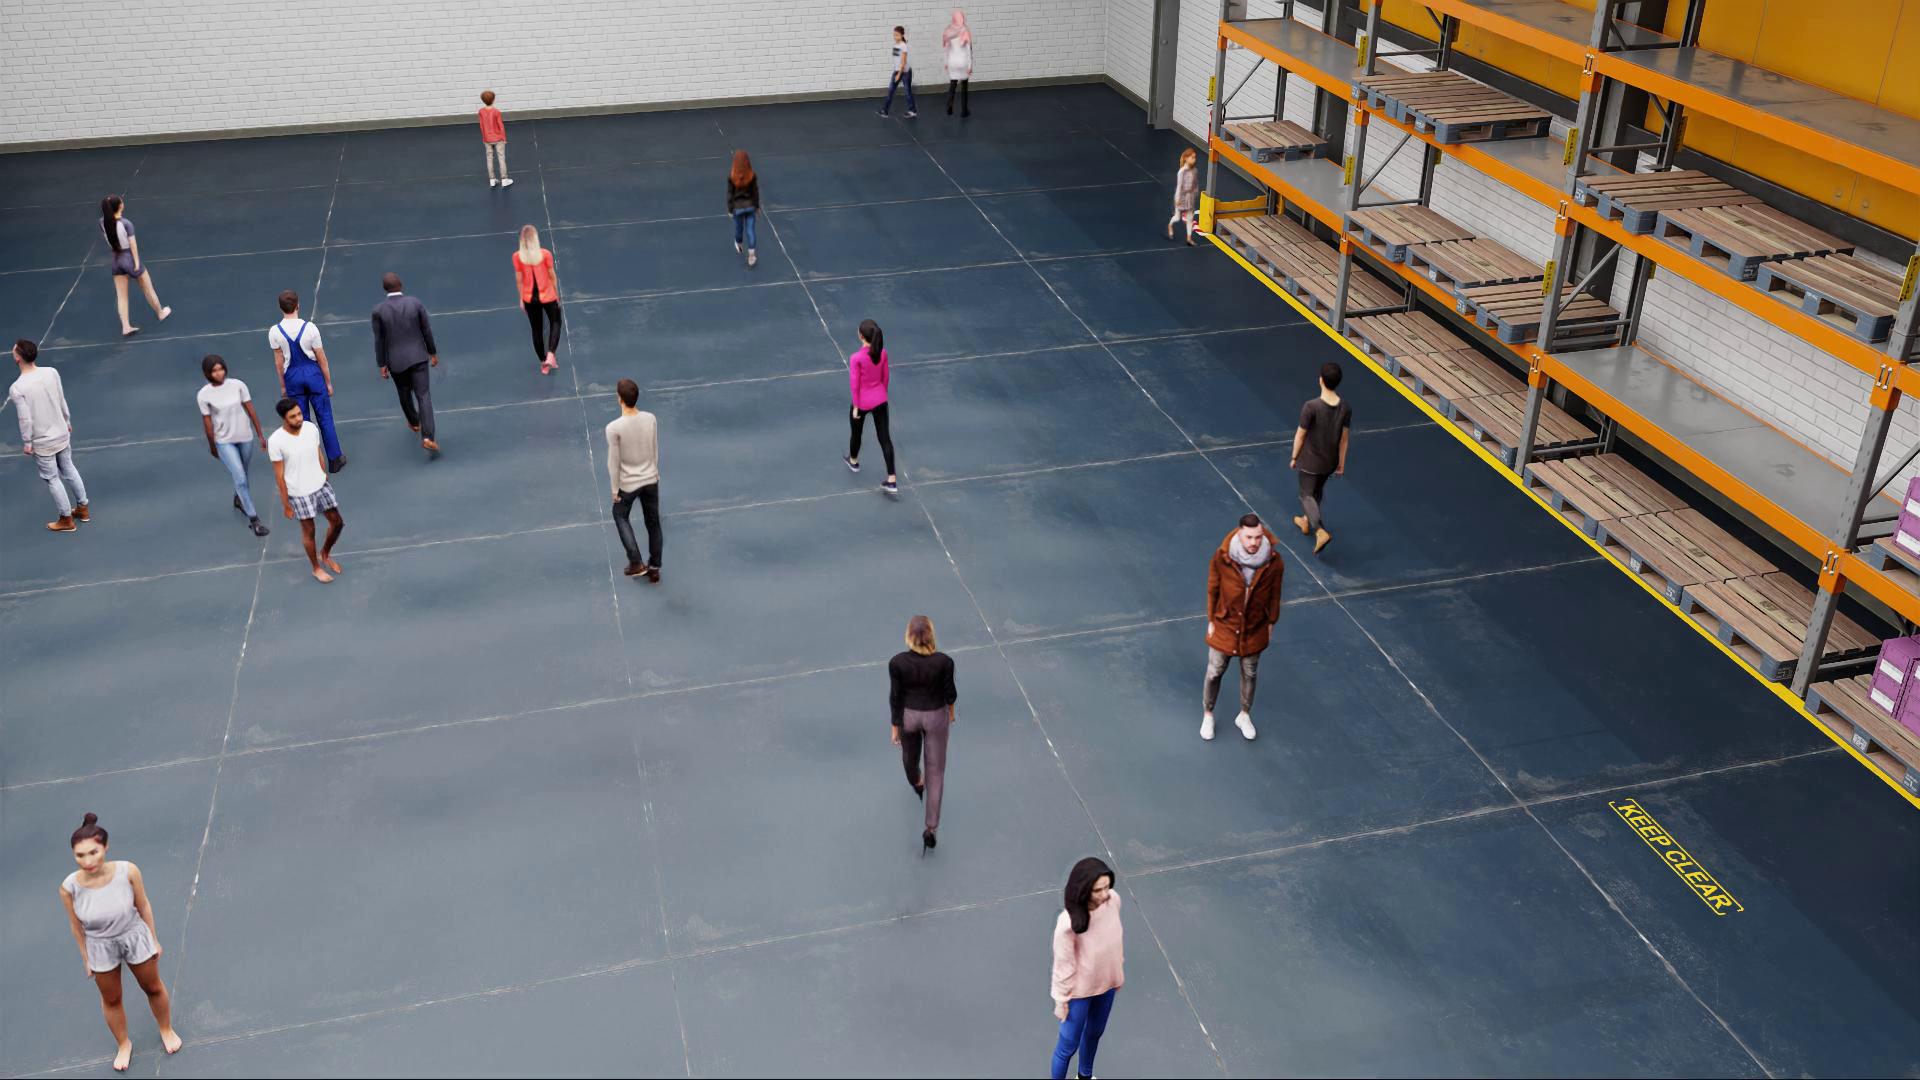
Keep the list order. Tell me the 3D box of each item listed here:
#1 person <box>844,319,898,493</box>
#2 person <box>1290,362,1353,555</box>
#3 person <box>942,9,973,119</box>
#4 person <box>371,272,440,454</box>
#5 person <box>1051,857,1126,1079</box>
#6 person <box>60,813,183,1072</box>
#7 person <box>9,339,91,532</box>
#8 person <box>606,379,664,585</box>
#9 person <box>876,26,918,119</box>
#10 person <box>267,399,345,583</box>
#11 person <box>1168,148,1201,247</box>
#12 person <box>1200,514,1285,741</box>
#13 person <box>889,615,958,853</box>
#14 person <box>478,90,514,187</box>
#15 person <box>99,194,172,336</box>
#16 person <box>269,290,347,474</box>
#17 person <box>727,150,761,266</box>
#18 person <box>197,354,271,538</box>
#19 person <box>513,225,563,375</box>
[{"bbox_3d":[-0.795,-1.234,15.719,0.818,1.653,1.212,-16,33,-27],"label":"person"},{"bbox_3d":[3.202,-0.703,14.712,0.615,1.685,1.007,-7,29,-13],"label":"person"},{"bbox_3d":[-0.074,-7.944,27.878,0.886,1.789,0.984,9,30,17],"label":"person"},{"bbox_3d":[-5.464,-1.739,16.491,0.759,1.800,1.199,-8,30,-15],"label":"person"},{"bbox_3d":[0.676,2.401,8.935,0.724,1.768,0.690,-21,35,-33],"label":"person"},{"bbox_3d":[-4.736,2.262,9.361,0.606,1.604,0.589,-13,31,-23],"label":"person"},{"bbox_3d":[-8.237,-0.956,15.014,0.828,1.841,0.715,9,30,16],"label":"person"},{"bbox_3d":[-2.689,-0.447,14.065,0.722,1.855,0.703,-17,33,-29],"label":"person"},{"bbox_3d":[-0.920,-7.867,28.017,0.905,1.521,1.023,-23,36,-35],"label":"person"},{"bbox_3d":[-5.629,-0.448,14.214,0.816,1.714,0.779,20,34,32],"label":"person"},{"bbox_3d":[2.988,-4.601,22.260,0.669,1.300,0.837,-16,32,-27],"label":"person"},{"bbox_3d":[2.037,0.620,12.129,0.777,1.835,0.777,1,29,1],"label":"person"},{"bbox_3d":[-0.238,1.310,11.082,0.824,1.628,1.109,2,29,4],"label":"person"},{"bbox_3d":[-6.906,-5.952,24.616,0.589,1.416,0.601,4,29,7],"label":"person"},{"bbox_3d":[-9.718,-3.156,19.281,0.847,1.615,1.053,4,29,7],"label":"person"},{"bbox_3d":[-6.324,-1.518,16.034,0.619,1.850,0.545,-7,29,-13],"label":"person"},{"bbox_3d":[-2.780,-4.271,21.510,0.597,1.438,0.962,-6,29,-11],"label":"person"},{"bbox_3d":[-6.603,-0.899,15.083,0.973,1.675,1.210,-25,38,-38],"label":"person"},{"bbox_3d":[-4.607,-2.594,18.176,0.686,1.688,0.747,-1,29,-1],"label":"person"}]
